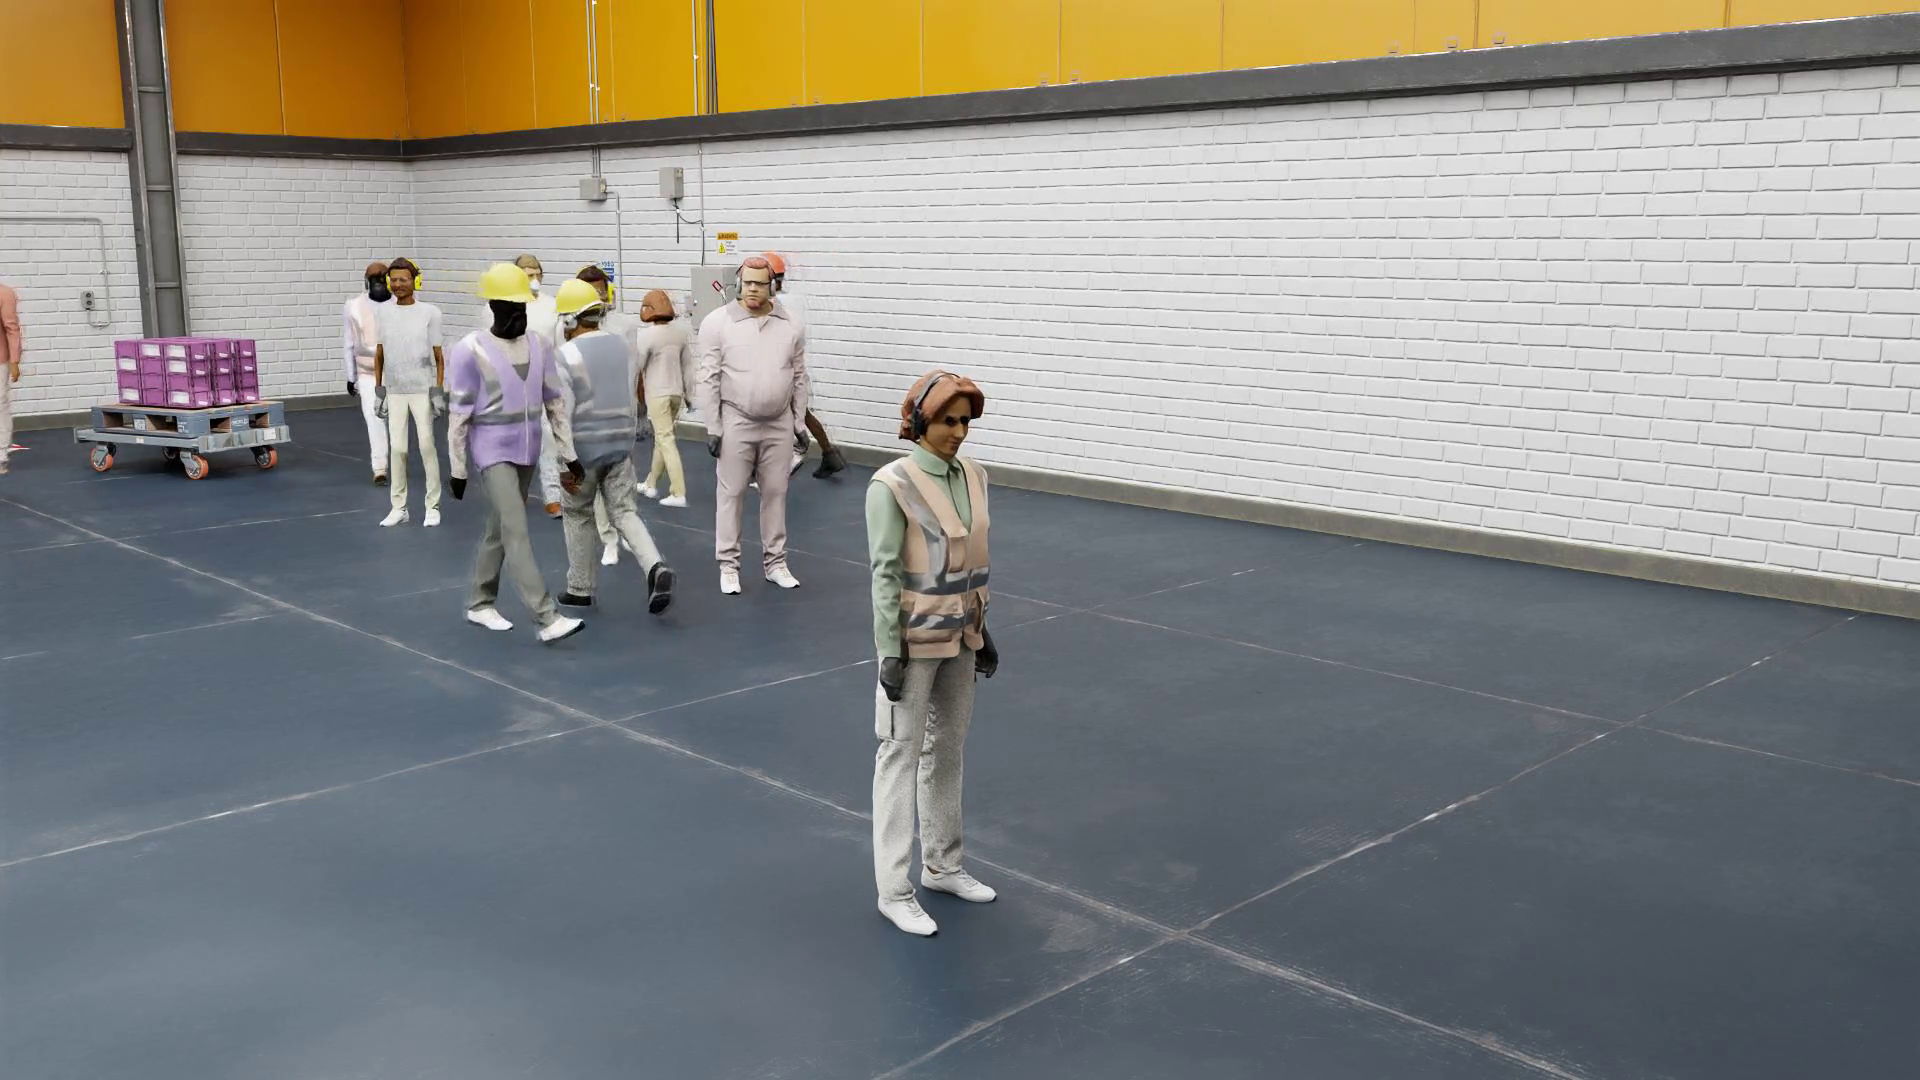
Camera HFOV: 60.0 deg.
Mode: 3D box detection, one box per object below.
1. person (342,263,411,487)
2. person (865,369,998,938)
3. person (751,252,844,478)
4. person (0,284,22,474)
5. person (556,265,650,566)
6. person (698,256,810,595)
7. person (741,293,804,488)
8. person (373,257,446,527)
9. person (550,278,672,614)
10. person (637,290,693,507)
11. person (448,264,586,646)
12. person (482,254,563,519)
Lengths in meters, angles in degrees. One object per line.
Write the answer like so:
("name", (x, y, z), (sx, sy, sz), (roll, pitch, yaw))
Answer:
("person", (-4.675, -1.345, 13.552), (0.650, 1.789, 0.944), (-3, 11, -17))
("person", (-0.079, 0.319, 4.902), (0.310, 1.639, 0.514), (8, 13, 36))
("person", (-1.446, -1.436, 13.815), (1.007, 1.894, 0.544), (5, 11, 24))
("person", (-8.199, -1.496, 13.882), (0.654, 1.966, 0.776), (-2, 11, -12))
("person", (-2.188, -0.763, 10.241), (0.544, 1.844, 0.451), (-2, 11, -13))
("person", (-1.150, -0.648, 9.461), (0.641, 1.904, 0.401), (-5, 12, -26))
("person", (-1.543, -1.207, 13.245), (0.392, 1.620, 0.526), (3, 11, 14))
("person", (-3.837, -1.019, 11.571), (0.513, 1.870, 0.325), (0, 10, 1))
("person", (-1.875, -0.474, 8.798), (0.778, 1.804, 0.597), (9, 14, 42))
("person", (-2.323, -1.069, 12.533), (0.752, 1.600, 0.523), (7, 13, 35))
("person", (-2.204, -0.424, 8.297), (0.968, 1.874, 0.599), (6, 12, 30))
("person", (-3.160, -1.125, 12.103), (0.661, 1.904, 0.959), (-7, 12, -33))
